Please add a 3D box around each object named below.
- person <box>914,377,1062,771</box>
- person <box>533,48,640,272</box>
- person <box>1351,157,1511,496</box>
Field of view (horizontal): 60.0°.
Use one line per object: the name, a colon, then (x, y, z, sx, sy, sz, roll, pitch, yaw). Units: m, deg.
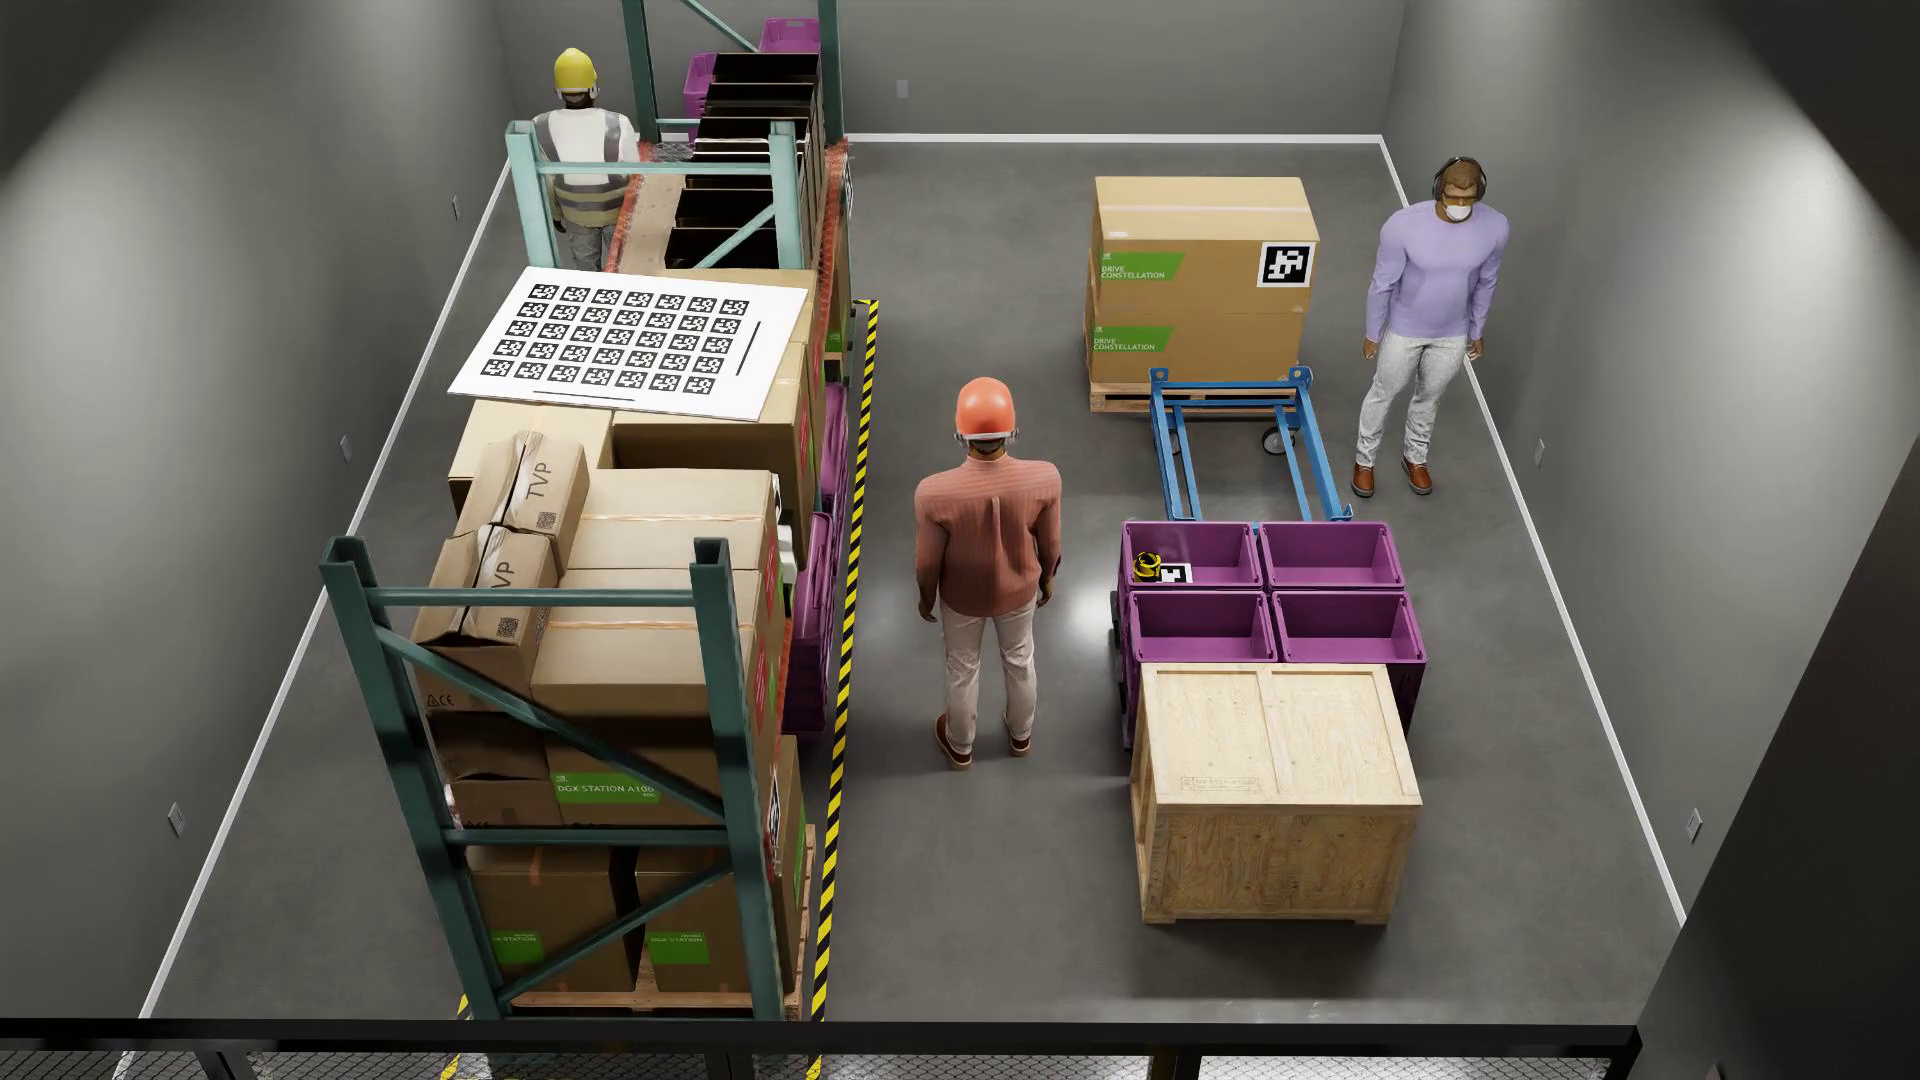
person: (0.111, 0.175, 6.873, 0.611, 1.993, 0.378, -10, 42, -11)
person: (-2.029, -1.879, 9.333, 0.590, 1.836, 0.404, -1, 41, -1)
person: (2.327, -1.054, 8.315, 0.635, 1.937, 0.352, -2, 41, -2)
